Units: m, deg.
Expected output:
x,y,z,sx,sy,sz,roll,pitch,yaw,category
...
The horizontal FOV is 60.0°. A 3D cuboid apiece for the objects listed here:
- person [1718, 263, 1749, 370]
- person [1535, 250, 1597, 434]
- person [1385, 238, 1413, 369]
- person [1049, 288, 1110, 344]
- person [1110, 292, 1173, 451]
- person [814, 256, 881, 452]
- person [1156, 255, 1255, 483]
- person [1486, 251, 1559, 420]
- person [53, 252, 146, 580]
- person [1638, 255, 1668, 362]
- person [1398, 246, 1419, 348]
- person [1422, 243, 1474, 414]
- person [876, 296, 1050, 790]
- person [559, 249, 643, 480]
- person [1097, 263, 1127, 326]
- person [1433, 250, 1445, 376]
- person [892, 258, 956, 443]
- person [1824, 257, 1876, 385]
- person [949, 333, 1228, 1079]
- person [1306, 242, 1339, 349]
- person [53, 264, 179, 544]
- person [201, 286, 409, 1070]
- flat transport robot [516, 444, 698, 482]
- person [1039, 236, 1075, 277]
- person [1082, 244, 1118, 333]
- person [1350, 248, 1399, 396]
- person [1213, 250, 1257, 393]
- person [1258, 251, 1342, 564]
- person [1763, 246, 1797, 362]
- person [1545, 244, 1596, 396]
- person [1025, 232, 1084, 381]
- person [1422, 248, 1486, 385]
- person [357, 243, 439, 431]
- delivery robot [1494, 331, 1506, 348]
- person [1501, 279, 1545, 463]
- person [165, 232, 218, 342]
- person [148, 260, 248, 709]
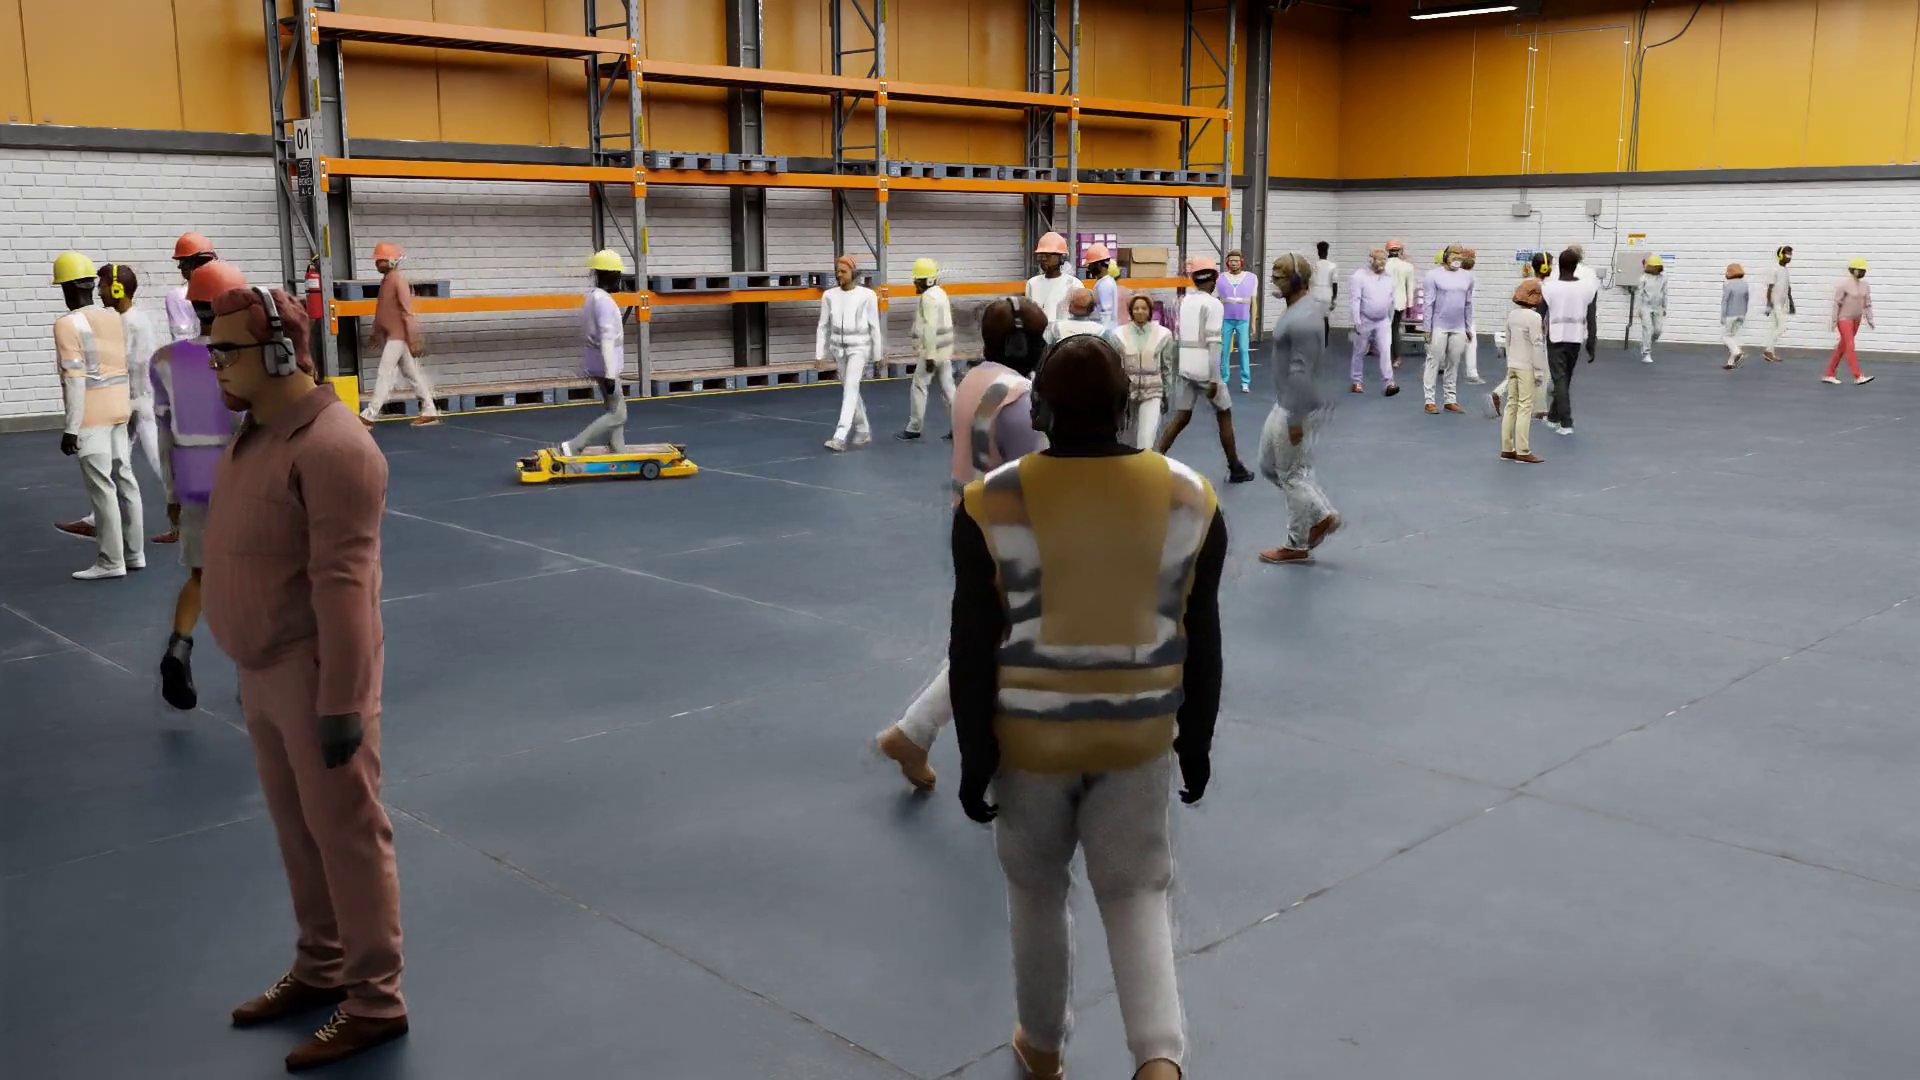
x,y,z,sx,sy,sz,roll,pitch,yaw,category
11.642,-3.343,24.954,0.539,1.605,0.502,-4,11,-20,person
6.207,-2.042,17.155,0.611,1.865,0.998,0,10,0,person
6.460,-3.544,25.070,0.617,1.973,0.674,-2,11,-9,person
0.991,-1.161,13.030,0.564,1.619,0.549,6,12,30,person
1.385,-1.127,12.914,0.515,1.607,0.822,1,10,8,person
-1.066,-1.770,15.789,0.598,1.829,1.004,5,12,25,person
1.932,-1.377,13.562,0.908,1.877,0.555,-7,12,-32,person
6.226,-2.227,18.214,0.748,1.854,0.506,-2,11,-12,person
-5.109,-0.724,9.811,0.383,1.923,0.590,1,10,6,person
11.064,-3.708,26.670,0.512,1.712,0.540,-1,10,-3,person
7.785,-4.260,29.246,0.756,1.873,0.693,7,13,35,person
5.549,-2.398,18.918,0.627,1.934,0.372,-3,11,-14,person
0.122,0.017,6.090,0.876,1.814,0.627,-2,11,-13,person
-2.944,-1.422,13.645,0.632,1.911,0.601,-3,11,-18,person
1.750,-2.264,18.780,0.348,1.722,0.630,5,12,27,person
6.962,-3.287,24.126,0.601,1.793,0.835,-2,11,-12,person
-0.269,-1.820,16.122,0.741,1.787,0.650,4,11,19,person
12.068,-2.935,22.413,0.530,1.718,0.903,-4,11,-21,person
0.289,0.451,3.712,0.626,1.819,0.757,-1,10,-8,person
6.319,-4.261,29.154,0.616,1.904,1.049,3,11,15,person
-5.467,-0.857,10.787,0.941,1.825,0.541,-3,11,-18,person
-1.644,0.335,4.111,0.401,1.904,0.644,-10,14,-43,person
-2.968,-0.658,13.961,1.431,0.197,0.652,-3,11,-18,flat transport robot
1.553,-3.506,24.660,0.957,2.000,0.702,-8,13,-39,person
1.431,-2.053,17.047,0.374,1.928,0.542,2,11,8,person
5.253,-2.759,21.111,0.644,1.853,1.011,-1,10,-6,person
3.536,-2.810,21.437,0.568,1.838,0.377,2,11,10,person
2.054,-0.795,10.191,0.469,1.923,0.644,1,10,8,person
13.127,-3.760,26.557,0.528,1.854,0.448,-9,14,-41,person
7.606,-2.758,20.962,0.672,1.911,0.682,1,10,4,person
0.771,-1.587,14.182,0.607,2.048,0.369,8,13,37,person
6.794,-3.057,22.721,0.568,1.861,0.875,-8,13,-36,person
-5.971,-2.121,17.391,1.034,1.938,0.619,-6,12,-30,person
9.201,-3.321,27.454,0.707,0.478,0.477,10,14,42,delivery robot
5.049,-1.506,14.868,0.284,1.633,0.497,-3,11,-14,person
-5.335,-1.142,11.762,0.397,2.043,0.609,4,11,23,person
-3.145,-0.210,7.011,0.545,1.923,0.702,0,10,2,person
